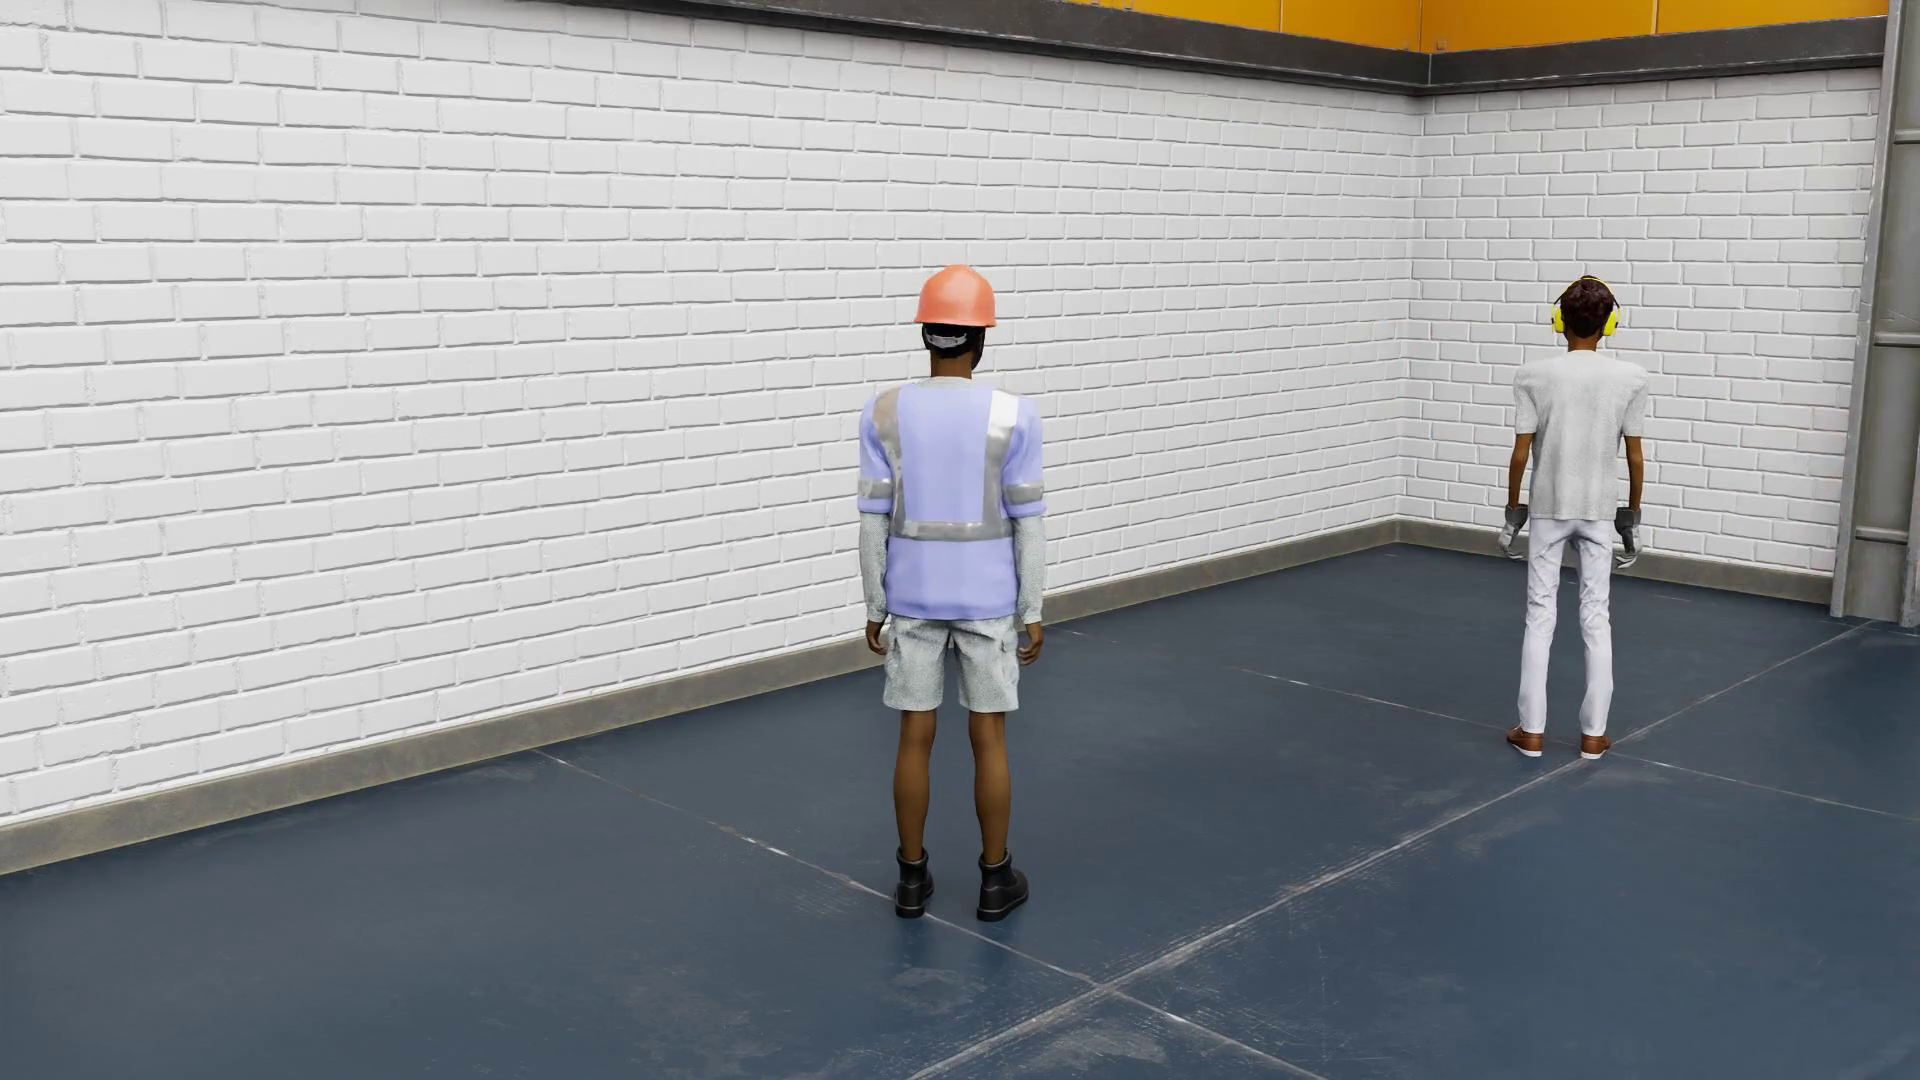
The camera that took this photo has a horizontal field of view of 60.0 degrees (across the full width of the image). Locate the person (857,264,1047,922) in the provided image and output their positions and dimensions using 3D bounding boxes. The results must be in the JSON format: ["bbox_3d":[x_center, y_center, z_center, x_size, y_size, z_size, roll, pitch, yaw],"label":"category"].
[{"bbox_3d":[-0.019,0.167,4.911,0.552,1.936,0.358,2,11,8],"label":"person"}]

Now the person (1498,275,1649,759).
[{"bbox_3d":[2.366,-0.079,6.444,0.531,1.870,0.316,2,11,12],"label":"person"}]
